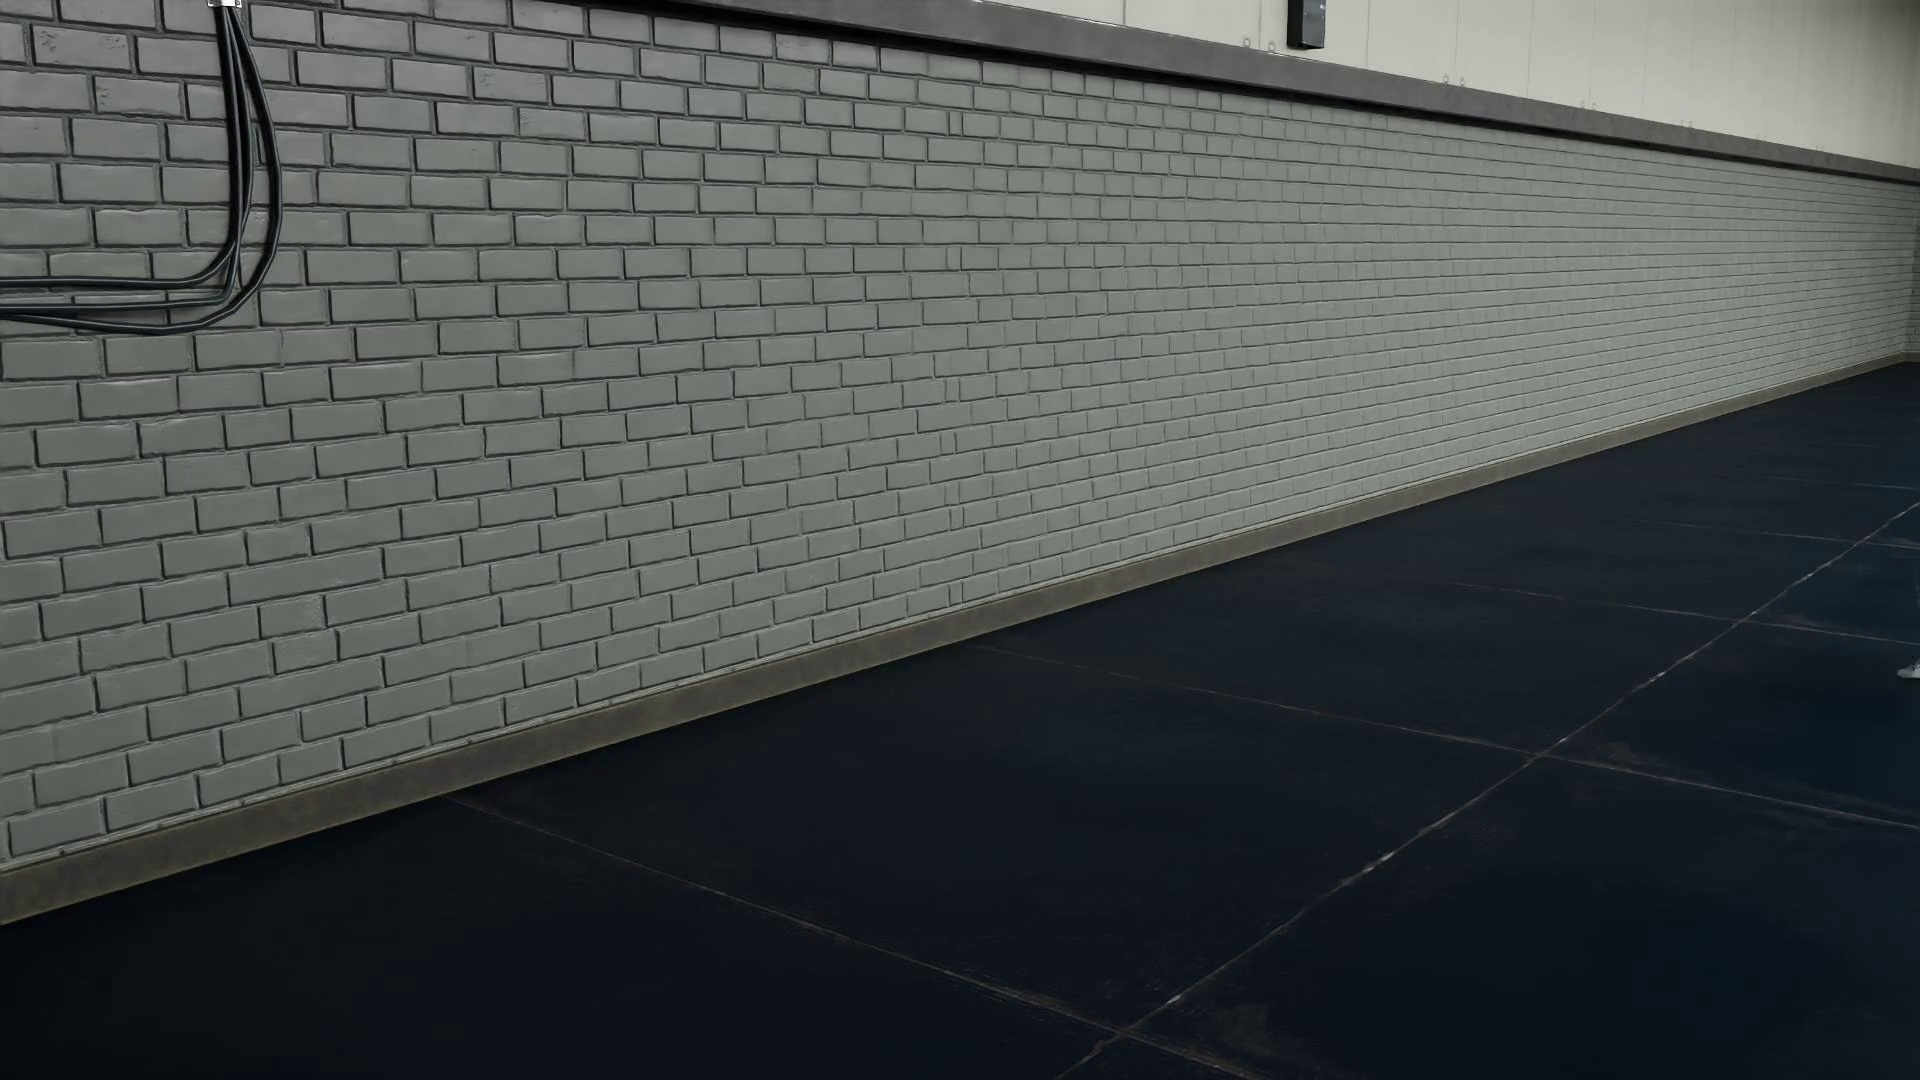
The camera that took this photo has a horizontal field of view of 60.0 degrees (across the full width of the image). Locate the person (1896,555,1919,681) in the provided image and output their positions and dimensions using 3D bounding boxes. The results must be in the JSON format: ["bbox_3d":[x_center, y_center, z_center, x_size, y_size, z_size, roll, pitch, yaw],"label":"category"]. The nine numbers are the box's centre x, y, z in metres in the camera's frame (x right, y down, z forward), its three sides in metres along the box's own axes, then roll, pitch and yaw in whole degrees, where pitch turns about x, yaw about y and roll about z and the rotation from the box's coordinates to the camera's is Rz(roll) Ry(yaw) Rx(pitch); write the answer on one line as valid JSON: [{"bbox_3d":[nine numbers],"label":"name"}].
[{"bbox_3d":[4.477,-0.118,7.330,0.541,1.623,0.526,-2,10,-11],"label":"person"}]
